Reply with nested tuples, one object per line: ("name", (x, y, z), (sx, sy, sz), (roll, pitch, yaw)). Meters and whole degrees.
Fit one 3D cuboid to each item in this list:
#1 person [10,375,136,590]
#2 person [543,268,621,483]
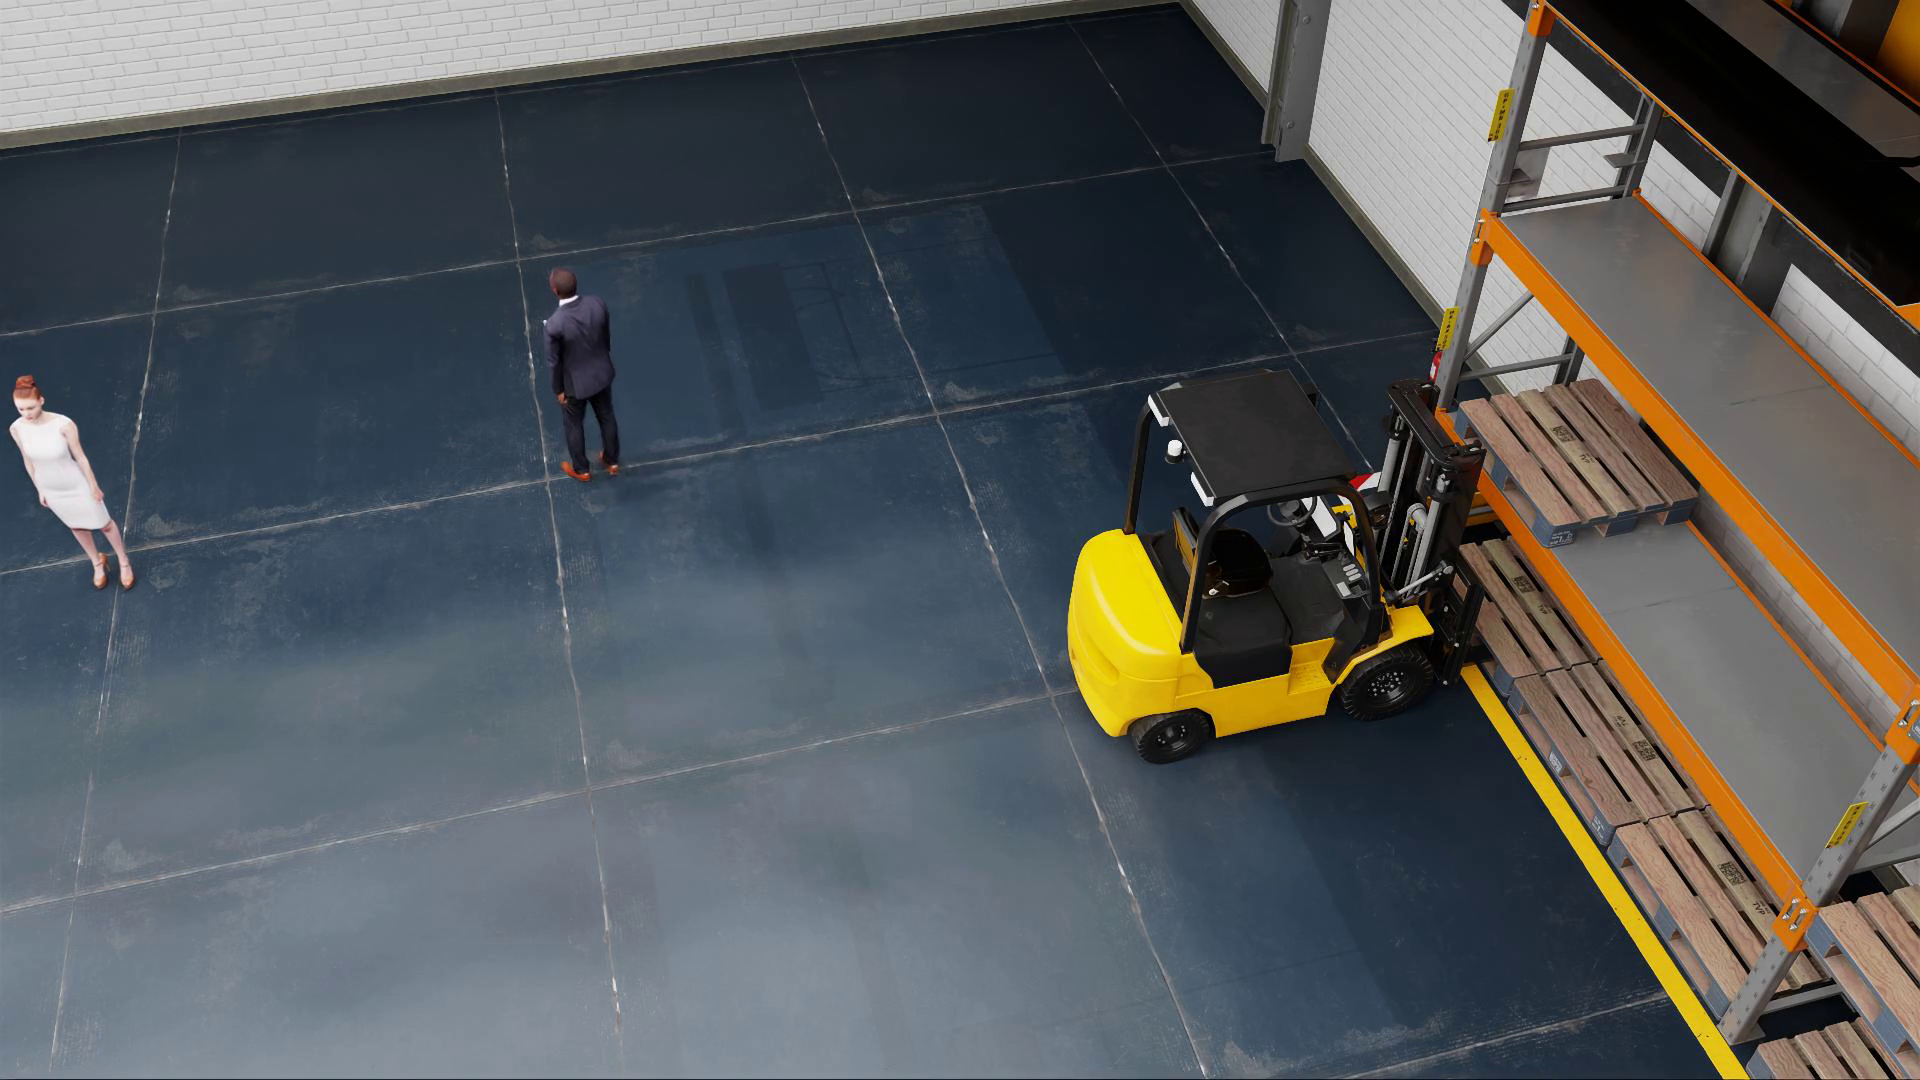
("person", (-5.890, -0.359, 11.022), (0.590, 1.788, 0.544), (-3, 44, -3))
("person", (-2.626, -1.145, 11.825), (0.833, 1.818, 0.847), (-31, 52, -28))
